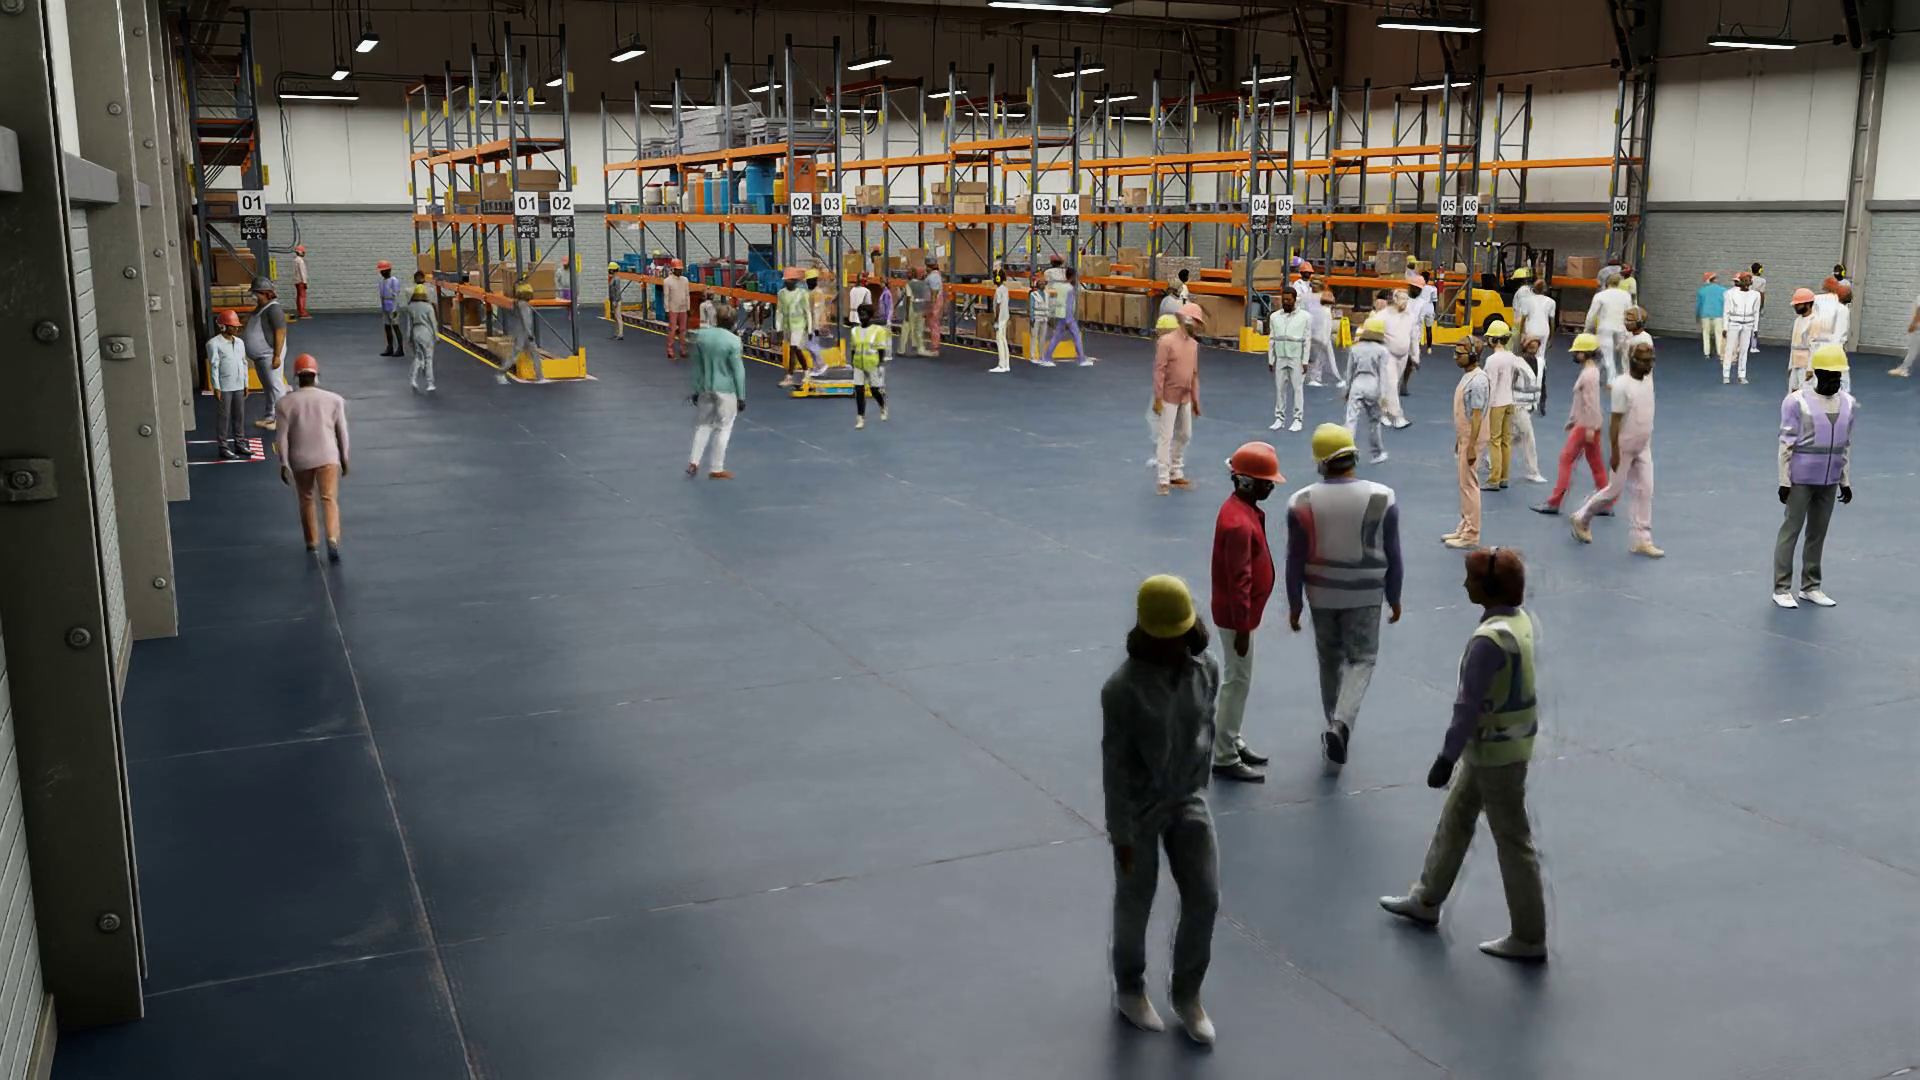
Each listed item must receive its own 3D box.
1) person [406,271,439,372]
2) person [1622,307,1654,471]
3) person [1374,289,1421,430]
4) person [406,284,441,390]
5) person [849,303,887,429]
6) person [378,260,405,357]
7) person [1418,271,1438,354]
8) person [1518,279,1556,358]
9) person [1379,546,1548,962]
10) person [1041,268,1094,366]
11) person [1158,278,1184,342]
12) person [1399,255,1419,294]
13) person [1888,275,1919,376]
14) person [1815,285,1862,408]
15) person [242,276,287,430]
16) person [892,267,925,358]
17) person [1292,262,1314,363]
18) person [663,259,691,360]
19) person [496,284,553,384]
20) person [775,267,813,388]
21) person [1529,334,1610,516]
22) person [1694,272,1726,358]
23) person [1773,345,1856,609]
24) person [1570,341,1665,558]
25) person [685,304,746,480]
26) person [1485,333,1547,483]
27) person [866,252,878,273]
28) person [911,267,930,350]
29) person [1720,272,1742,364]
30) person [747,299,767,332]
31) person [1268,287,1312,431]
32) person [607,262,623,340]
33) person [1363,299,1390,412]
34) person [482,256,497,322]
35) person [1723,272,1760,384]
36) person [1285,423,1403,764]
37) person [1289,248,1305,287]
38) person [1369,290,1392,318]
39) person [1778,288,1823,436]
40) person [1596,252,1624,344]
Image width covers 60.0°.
[{"bbox_3d":[-9.848,-4.012,30.493,0.540,1.823,0.971,-5,12,-24],"label":"person"},{"bbox_3d":[7.554,-1.683,18.623,0.340,1.839,0.501,0,11,-1],"label":"person"},{"bbox_3d":[5.883,-2.417,22.272,0.669,1.856,0.963,-6,12,-27],"label":"person"},{"bbox_3d":[-8.735,-3.292,27.056,0.509,1.731,0.359,3,12,15],"label":"person"},{"bbox_3d":[-1.229,-2.338,22.309,0.545,1.682,0.548,4,12,21],"label":"person"},{"bbox_3d":[-11.476,-4.646,33.430,0.552,1.930,0.375,7,13,31],"label":"person"},{"bbox_3d":[9.459,-4.630,33.940,0.530,1.695,0.321,1,11,5],"label":"person"},{"bbox_3d":[9.287,-3.293,26.822,0.581,1.822,0.409,2,11,9],"label":"person"},{"bbox_3d":[1.969,0.818,6.461,0.774,1.605,0.525,6,12,26],"label":"person"},{"bbox_3d":[1.998,-4.185,31.297,0.990,1.860,0.577,-5,12,-24],"label":"person"},{"bbox_3d":[3.088,-2.863,24.380,0.367,1.932,0.623,-1,11,-7],"label":"person"},{"bbox_3d":[11.303,-6.260,41.893,0.604,1.832,0.403,-4,12,-21],"label":"person"},{"bbox_3d":[16.951,-3.844,29.064,1.058,2.000,0.680,9,14,39],"label":"person"},{"bbox_3d":[12.856,-2.860,24.624,1.012,1.836,0.587,0,11,2],"label":"person"},{"bbox_3d":[-9.293,-2.498,22.225,0.538,2.000,0.690,-10,15,-41],"label":"person"},{"bbox_3d":[-1.029,-4.536,33.187,0.811,1.805,0.607,7,13,32],"label":"person"},{"bbox_3d":[6.593,-4.357,31.932,0.366,1.939,0.542,9,14,39],"label":"person"},{"bbox_3d":[-5.560,-4.535,32.745,0.404,1.982,0.618,10,15,41],"label":"person"},{"bbox_3d":[-7.407,-3.476,28.083,0.896,1.684,0.502,0,11,-1],"label":"person"},{"bbox_3d":[-2.736,-3.553,27.743,0.597,1.993,1.068,7,13,30],"label":"person"},{"bbox_3d":[5.863,-1.090,15.868,0.825,1.733,0.540,5,12,24],"label":"person"},{"bbox_3d":[15.008,-4.508,33.278,0.588,1.708,0.460,4,12,20],"label":"person"},{"bbox_3d":[6.258,-0.461,12.160,0.585,1.929,0.370,-2,11,-11],"label":"person"},{"bbox_3d":[5.637,-0.790,14.124,0.523,1.818,0.842,-7,13,-30],"label":"person"},{"bbox_3d":[-2.634,-1.580,17.928,0.717,1.900,0.495,8,13,34],"label":"person"},{"bbox_3d":[6.066,-1.452,18.049,0.526,1.604,0.788,-7,13,-33],"label":"person"},{"bbox_3d":[-2.389,-7.070,46.074,0.530,1.807,1.000,-2,11,-10],"label":"person"},{"bbox_3d":[-0.845,-4.863,34.977,0.326,1.752,0.560,-6,13,-29],"label":"person"},{"bbox_3d":[14.845,-4.235,31.811,0.355,1.744,0.565,-4,12,-21],"label":"person"},{"bbox_3d":[-4.753,-5.880,39.517,0.625,1.990,1.068,-2,11,-10],"label":"person"},{"bbox_3d":[4.379,-2.404,22.102,0.584,1.911,0.391,7,13,32],"label":"person"},{"bbox_3d":[-7.845,-5.429,37.821,0.314,1.769,0.524,-4,12,-20],"label":"person"},{"bbox_3d":[6.073,-2.666,24.101,0.515,1.640,0.315,-1,11,-4],"label":"person"},{"bbox_3d":[-12.454,-6.680,44.010,0.564,1.841,0.396,4,12,17],"label":"person"},{"bbox_3d":[13.190,-3.576,28.106,0.573,1.883,0.354,1,11,7],"label":"person"},{"bbox_3d":[2.015,0.279,8.763,0.600,1.788,0.780,5,12,23],"label":"person"},{"bbox_3d":[9.861,-7.640,48.865,0.631,1.843,0.429,8,14,35],"label":"person"},{"bbox_3d":[6.556,-3.033,25.821,0.541,1.696,0.316,-7,13,-34],"label":"person"},{"bbox_3d":[10.708,-2.233,21.181,0.391,1.924,0.553,0,11,0],"label":"person"},{"bbox_3d":[14.400,-5.346,36.698,0.686,2.000,0.535,5,12,23],"label":"person"}]
